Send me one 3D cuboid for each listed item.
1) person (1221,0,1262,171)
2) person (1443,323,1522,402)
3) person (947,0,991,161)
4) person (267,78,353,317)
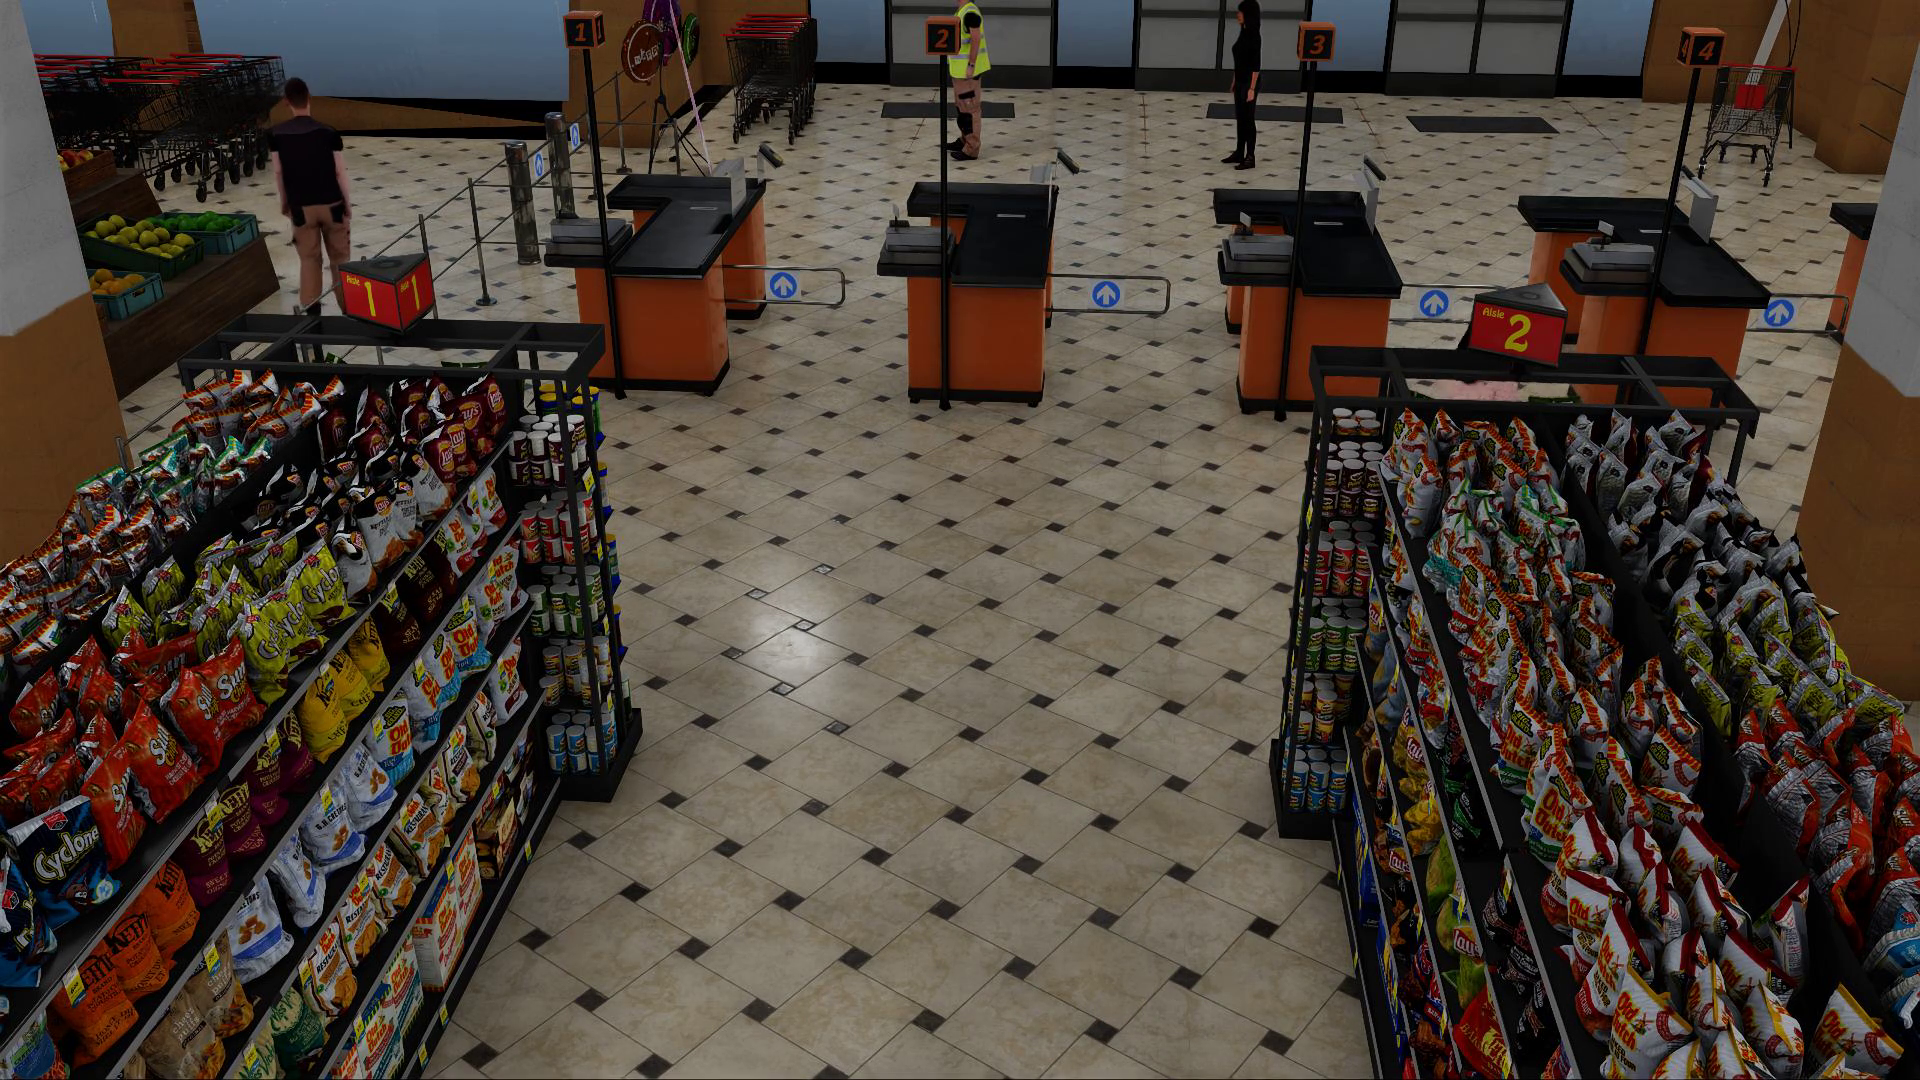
[{"bbox_3d":[2.877,-4.569,16.669,0.713,1.641,0.572,-8,28,-15],"label":"person"},{"bbox_3d":[2.423,-0.297,8.117,0.847,1.758,0.742,-12,29,-22],"label":"person"},{"bbox_3d":[0.050,-4.835,16.970,0.837,1.845,0.727,-4,27,-9],"label":"person"},{"bbox_3d":[-4.776,-2.441,12.281,0.894,1.815,1.151,-5,27,-9],"label":"person"}]
